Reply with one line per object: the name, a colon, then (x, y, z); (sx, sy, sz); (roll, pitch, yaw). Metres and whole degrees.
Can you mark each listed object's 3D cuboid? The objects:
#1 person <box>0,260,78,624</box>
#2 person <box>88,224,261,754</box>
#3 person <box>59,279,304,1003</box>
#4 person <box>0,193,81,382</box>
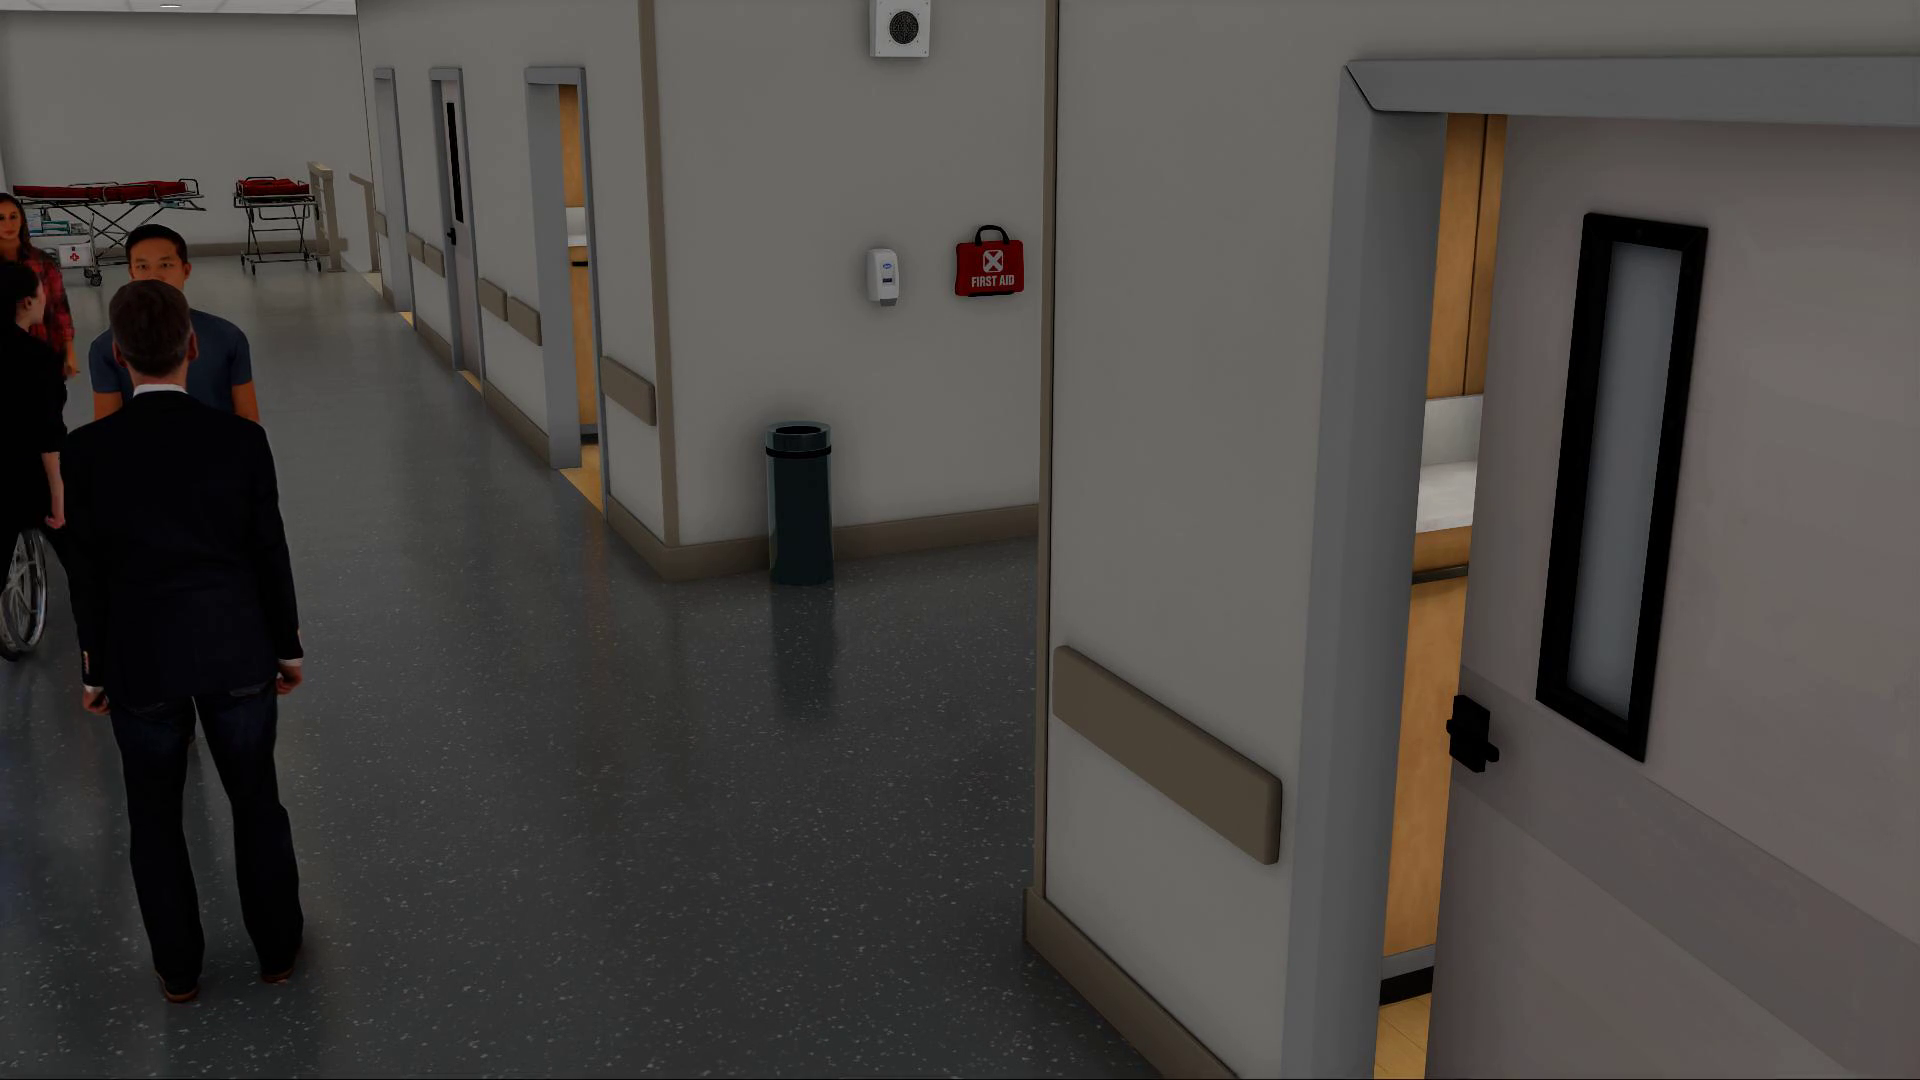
person: (-3.377, -0.119, 5.851); (1.032, 1.622, 1.159); (3, 16, 12)
person: (-2.608, -0.155, 5.633); (0.668, 1.809, 0.533); (-8, 18, -27)
person: (-1.931, 0.263, 4.144); (0.674, 1.813, 0.591); (-8, 18, -27)
person: (-4.857, -0.926, 8.594); (0.772, 1.687, 0.886); (-15, 21, -42)
